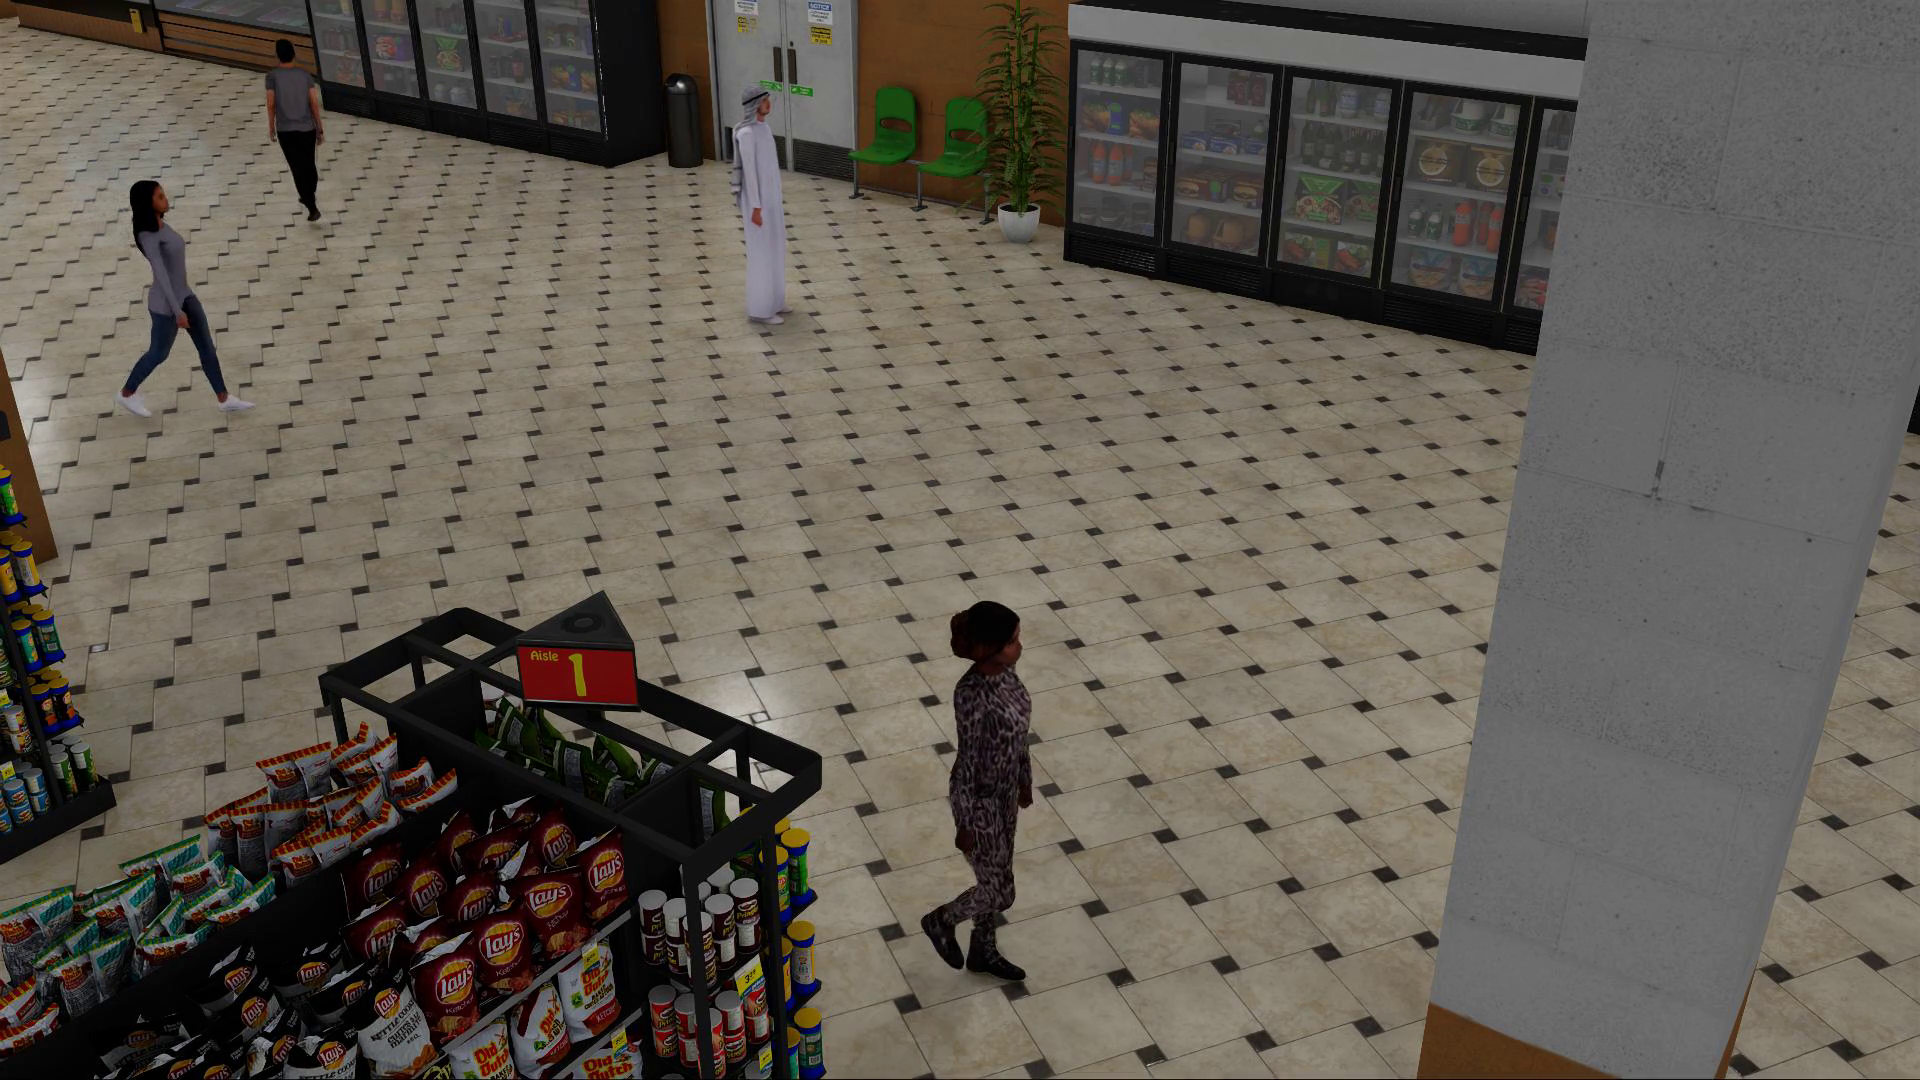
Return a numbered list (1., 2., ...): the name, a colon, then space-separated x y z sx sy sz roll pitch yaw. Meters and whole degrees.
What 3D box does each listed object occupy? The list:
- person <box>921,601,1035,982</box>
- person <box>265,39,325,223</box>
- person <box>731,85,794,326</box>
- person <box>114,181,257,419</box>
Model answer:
1. person: 0.034 0.993 6.477 0.696 1.707 0.644 14 30 25
2. person: -6.455 -3.956 16.218 1.175 1.722 0.907 -19 33 -33
3. person: -1.636 -2.757 13.629 0.843 1.927 0.731 4 27 8
4. person: -5.637 -1.630 11.660 1.150 1.698 1.145 -2 27 -4
